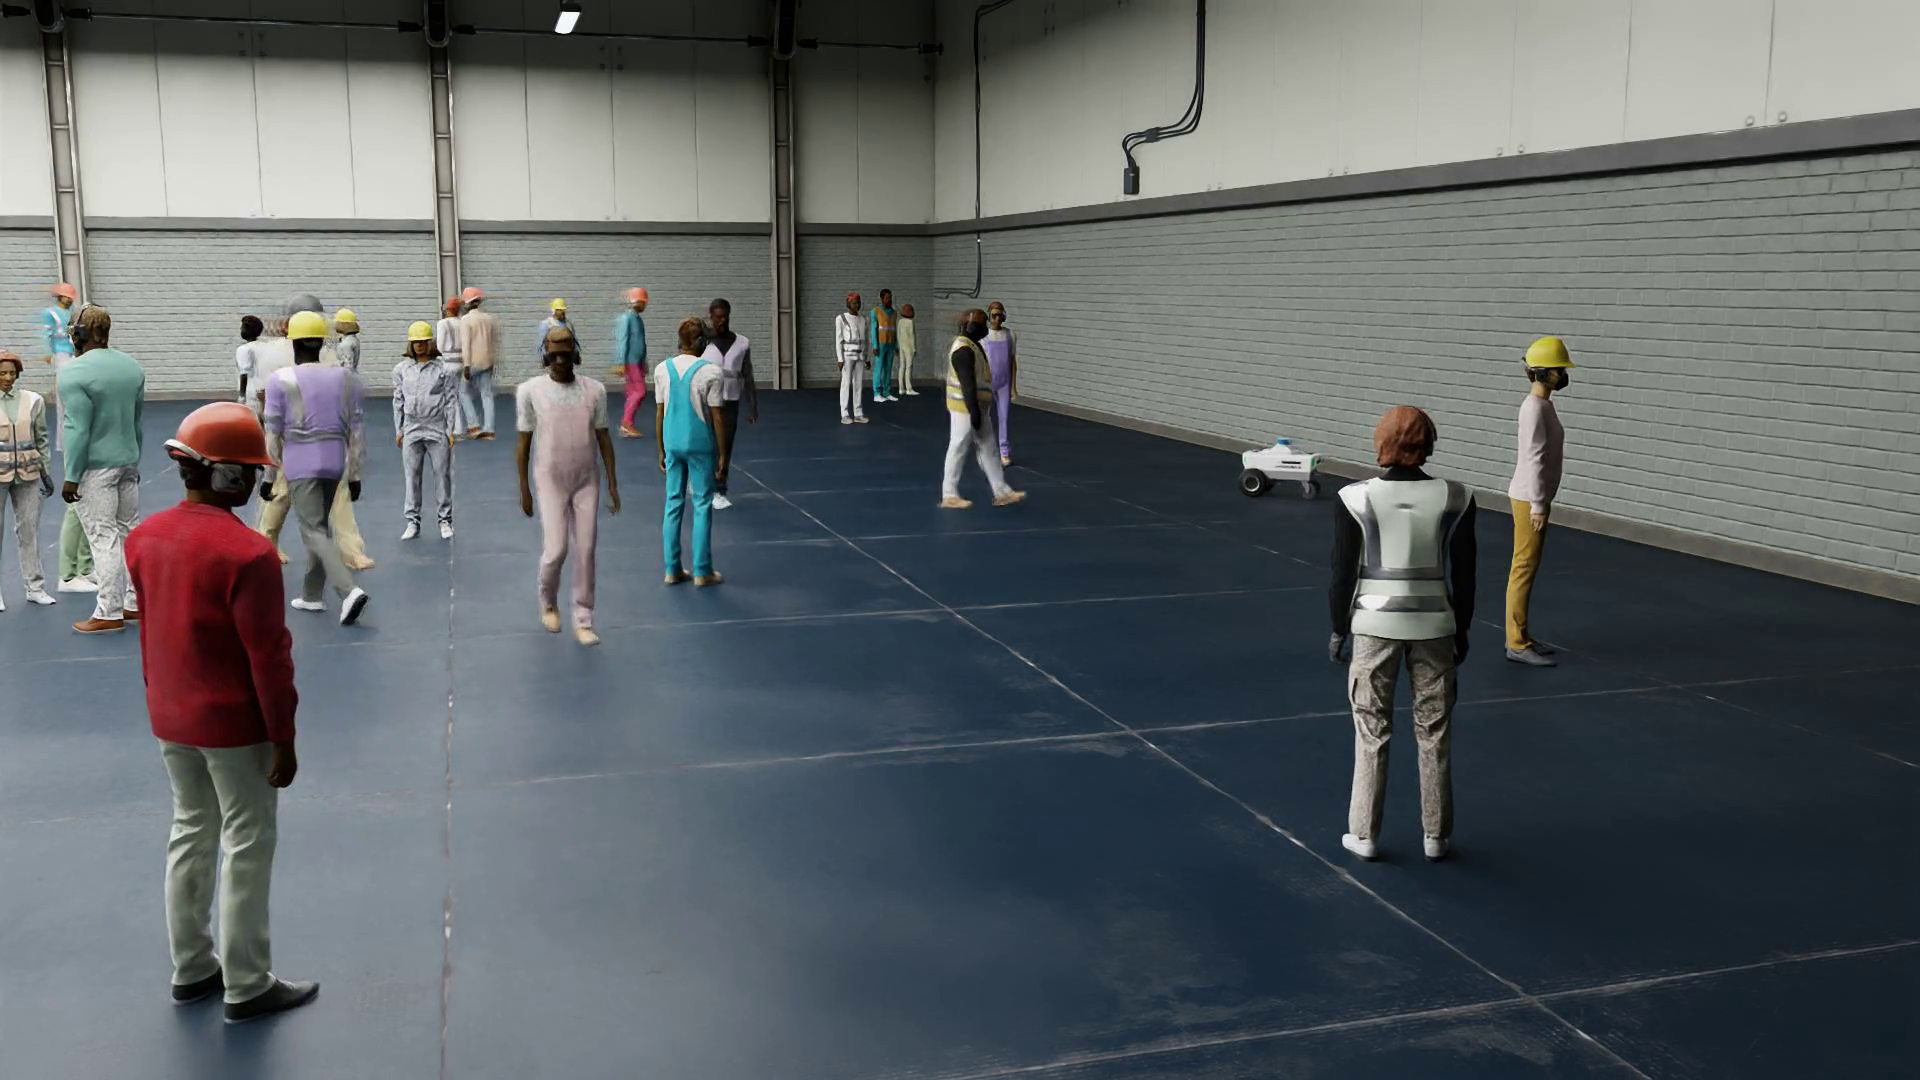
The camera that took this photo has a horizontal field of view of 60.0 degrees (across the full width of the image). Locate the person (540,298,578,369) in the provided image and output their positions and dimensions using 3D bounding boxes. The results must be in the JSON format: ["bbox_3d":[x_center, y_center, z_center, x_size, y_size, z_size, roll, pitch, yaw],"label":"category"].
[{"bbox_3d":[-6.344,-2.917,26.229,0.933,1.794,0.603,7,12,39],"label":"person"}]

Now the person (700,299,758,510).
[{"bbox_3d":[-2.120,-1.217,15.019,0.618,1.893,0.712,-5,10,-29],"label":"person"}]

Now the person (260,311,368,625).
[{"bbox_3d":[-3.886,-0.445,10.117,0.901,1.896,0.588,6,11,35],"label":"person"}]

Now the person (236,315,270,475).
[{"bbox_3d":[-7.516,-1.545,17.748,0.318,1.700,0.535,2,9,11],"label":"person"}]

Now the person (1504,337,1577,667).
[{"bbox_3d":[3.140,-0.211,9.027,0.314,1.769,0.523,3,9,19],"label":"person"}]

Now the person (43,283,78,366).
[{"bbox_3d":[-13.318,-2.831,24.946,0.744,2.010,0.611,4,10,26],"label":"person"}]

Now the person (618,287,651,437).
[{"bbox_3d":[-4.263,-2.323,21.846,0.491,1.966,0.631,1,9,7],"label":"person"}]

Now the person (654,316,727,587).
[{"bbox_3d":[-1.810,-0.590,11.239,0.518,1.835,0.352,3,9,16],"label":"person"}]

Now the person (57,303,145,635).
[{"bbox_3d":[-5.031,-0.413,9.766,0.372,1.940,0.630,1,9,9],"label":"person"}]

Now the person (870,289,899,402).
[{"bbox_3d":[-1.289,-3.326,28.411,0.391,1.920,0.588,8,12,41],"label":"person"}]

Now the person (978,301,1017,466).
[{"bbox_3d":[0.386,-1.725,18.484,0.500,1.839,0.352,-2,9,-15],"label":"person"}]

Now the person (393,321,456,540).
[{"bbox_3d":[-4.279,-0.872,13.315,0.487,1.744,0.294,-2,9,-11],"label":"person"}]

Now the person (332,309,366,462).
[{"bbox_3d":[-6.931,-1.744,18.876,0.289,1.746,0.486,-2,9,-13],"label":"person"}]

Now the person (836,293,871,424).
[{"bbox_3d":[-1.532,-2.618,24.013,0.577,1.883,0.353,-8,12,-41],"label":"person"}]

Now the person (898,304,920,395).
[{"bbox_3d":[-0.939,-3.429,29.973,0.279,1.634,0.499,-6,11,-34],"label":"person"}]

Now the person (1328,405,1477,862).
[{"bbox_3d":[1.569,0.341,5.916,0.513,1.638,0.313,1,9,5],"label":"person"}]

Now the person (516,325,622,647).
[{"bbox_3d":[-2.220,-0.302,9.440,0.537,1.829,0.451,-5,10,-28],"label":"person"}]

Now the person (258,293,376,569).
[{"bbox_3d":[-4.725,-0.810,11.972,1.015,2.000,0.685,5,10,27],"label":"person"}]

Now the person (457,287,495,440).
[{"bbox_3d":[-6.282,-2.279,21.549,0.592,1.967,0.639,4,10,25],"label":"person"}]

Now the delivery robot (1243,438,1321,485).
[{"bbox_3d":[3.081,-0.733,15.909,0.707,0.478,0.477,3,10,22],"label":"delivery robot"}]

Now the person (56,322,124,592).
[{"bbox_3d":[-5.850,-0.581,11.130,0.372,1.855,0.528,-1,9,-8],"label":"person"}]

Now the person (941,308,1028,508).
[{"bbox_3d":[0.222,-1.177,15.053,0.848,1.807,0.645,2,9,13],"label":"person"}]

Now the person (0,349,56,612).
[{"bbox_3d":[-5.999,-0.377,10.493,0.308,1.640,0.511,7,11,38],"label":"person"}]

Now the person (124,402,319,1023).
[{"bbox_3d":[-2.058,0.484,4.686,0.573,1.739,0.351,5,10,28],"label":"person"}]
